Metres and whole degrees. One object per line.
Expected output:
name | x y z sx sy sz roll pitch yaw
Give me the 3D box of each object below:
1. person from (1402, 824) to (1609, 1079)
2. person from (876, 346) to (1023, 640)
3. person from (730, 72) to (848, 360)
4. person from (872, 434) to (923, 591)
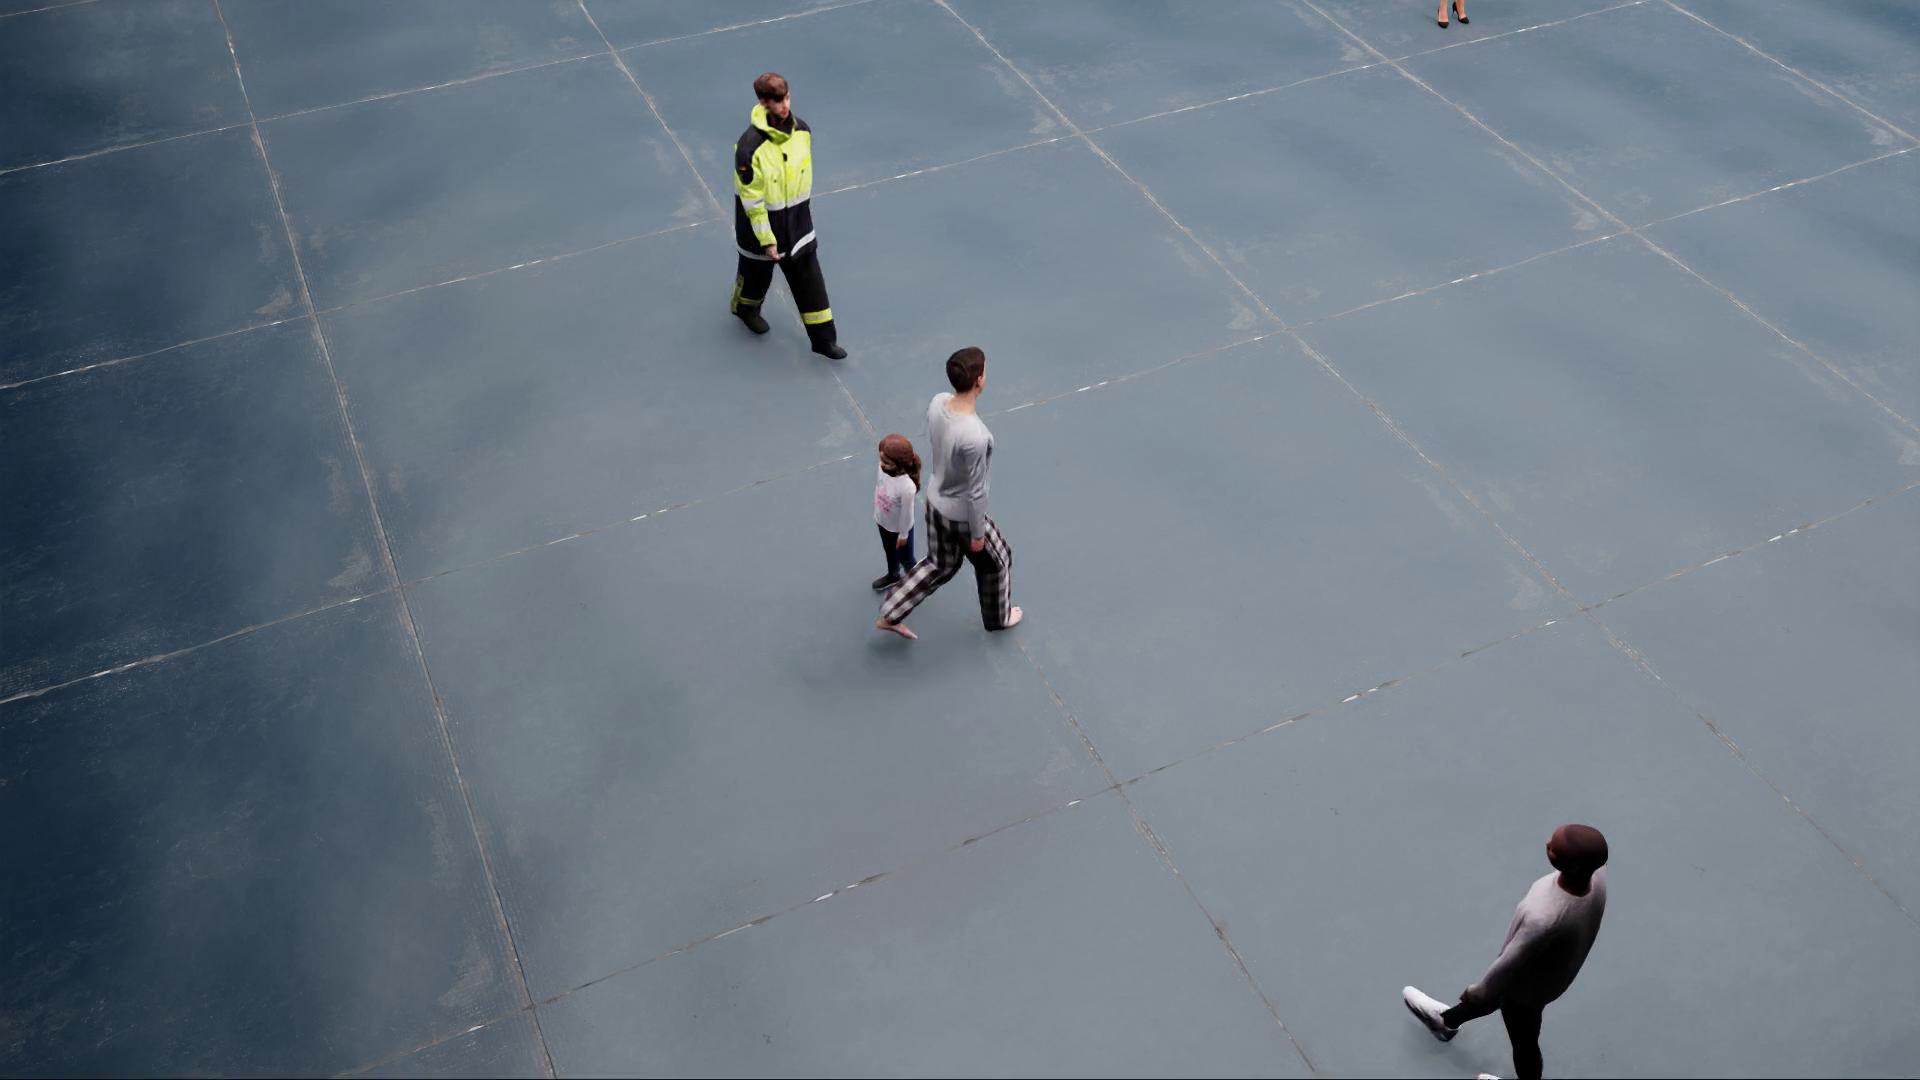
person | 2.328 1.746 6.530 1.065 1.753 0.881 31 51 29
person | -0.094 -0.148 8.574 0.790 1.809 1.010 -20 46 -20
person | -1.234 -2.077 10.601 1.028 1.939 1.320 -32 51 -30
person | -0.343 -0.125 9.066 0.545 1.112 0.461 -27 49 -27
